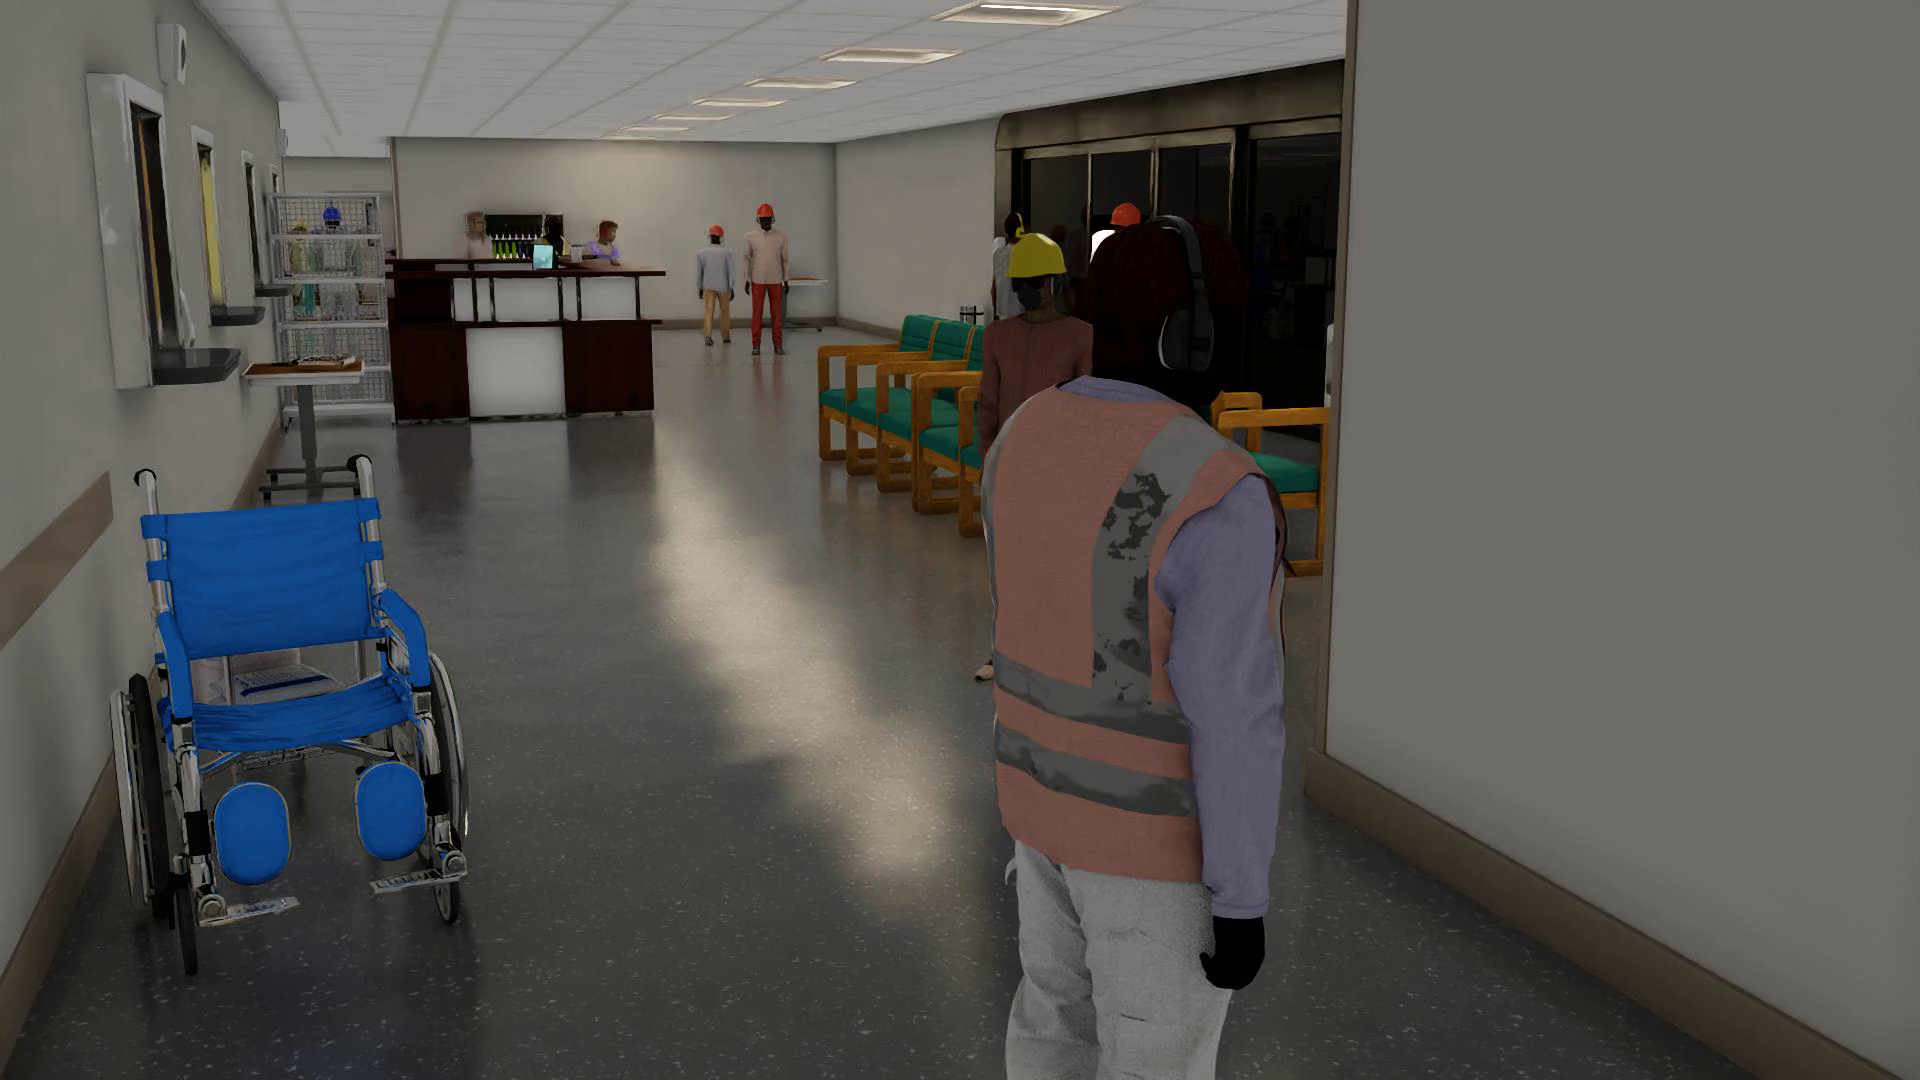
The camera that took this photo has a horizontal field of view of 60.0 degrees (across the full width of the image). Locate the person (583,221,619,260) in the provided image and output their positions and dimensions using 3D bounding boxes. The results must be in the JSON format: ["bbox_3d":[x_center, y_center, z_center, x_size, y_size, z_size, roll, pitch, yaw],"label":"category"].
[{"bbox_3d":[-4.474,-3.090,20.787,1.000,1.774,0.604,9,14,39],"label":"person"}]

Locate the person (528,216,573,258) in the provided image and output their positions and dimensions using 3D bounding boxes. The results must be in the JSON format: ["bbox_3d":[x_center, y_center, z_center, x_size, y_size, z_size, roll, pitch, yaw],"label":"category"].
[{"bbox_3d":[-4.987,-3.069,20.536,0.628,1.838,0.430,-11,15,-44],"label":"person"}]

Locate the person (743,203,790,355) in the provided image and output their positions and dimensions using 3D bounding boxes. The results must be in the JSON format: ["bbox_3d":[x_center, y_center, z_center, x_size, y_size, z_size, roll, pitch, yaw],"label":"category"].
[{"bbox_3d":[-2.566,-3.450,22.063,0.622,1.994,0.381,-3,11,-14],"label":"person"}]

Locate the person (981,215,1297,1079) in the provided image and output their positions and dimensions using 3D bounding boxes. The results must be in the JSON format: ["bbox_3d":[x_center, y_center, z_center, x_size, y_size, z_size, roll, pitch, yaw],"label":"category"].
[{"bbox_3d":[0.276,0.437,2.554,0.431,1.836,0.619,-6,13,-30],"label":"person"}]

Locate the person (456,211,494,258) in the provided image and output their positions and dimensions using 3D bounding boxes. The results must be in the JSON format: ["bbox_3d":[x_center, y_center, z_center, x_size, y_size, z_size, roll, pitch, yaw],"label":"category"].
[{"bbox_3d":[-6.456,-3.434,22.239,0.624,1.893,0.659,4,12,20],"label":"person"}]

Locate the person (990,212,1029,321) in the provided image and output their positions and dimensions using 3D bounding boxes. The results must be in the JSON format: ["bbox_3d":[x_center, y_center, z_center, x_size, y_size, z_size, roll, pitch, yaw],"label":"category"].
[{"bbox_3d":[0.479,-1.975,14.840,0.310,1.863,0.533,-8,13,-34],"label":"person"}]

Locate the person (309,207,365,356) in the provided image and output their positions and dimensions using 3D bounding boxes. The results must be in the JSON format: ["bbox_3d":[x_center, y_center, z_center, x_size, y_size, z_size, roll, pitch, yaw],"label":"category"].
[{"bbox_3d":[-7.486,-3.024,20.028,0.606,1.940,0.419,-2,11,-12],"label":"person"}]

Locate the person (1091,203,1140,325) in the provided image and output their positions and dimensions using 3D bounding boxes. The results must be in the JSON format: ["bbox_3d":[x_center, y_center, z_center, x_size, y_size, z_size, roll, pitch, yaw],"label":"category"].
[{"bbox_3d":[1.311,-1.720,13.341,0.552,1.934,0.363,-4,12,-21],"label":"person"}]

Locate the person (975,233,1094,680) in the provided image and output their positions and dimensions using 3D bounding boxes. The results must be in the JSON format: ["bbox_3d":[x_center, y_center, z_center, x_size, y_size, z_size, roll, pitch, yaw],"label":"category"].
[{"bbox_3d":[0.304,-0.296,6.474,0.527,1.768,0.331,5,12,26],"label":"person"}]

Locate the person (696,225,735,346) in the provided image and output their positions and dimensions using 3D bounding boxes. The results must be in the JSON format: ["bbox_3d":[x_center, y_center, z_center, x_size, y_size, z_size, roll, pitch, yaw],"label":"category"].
[{"bbox_3d":[-3.487,-3.630,23.712,0.573,1.716,0.875,1,11,5],"label":"person"}]
